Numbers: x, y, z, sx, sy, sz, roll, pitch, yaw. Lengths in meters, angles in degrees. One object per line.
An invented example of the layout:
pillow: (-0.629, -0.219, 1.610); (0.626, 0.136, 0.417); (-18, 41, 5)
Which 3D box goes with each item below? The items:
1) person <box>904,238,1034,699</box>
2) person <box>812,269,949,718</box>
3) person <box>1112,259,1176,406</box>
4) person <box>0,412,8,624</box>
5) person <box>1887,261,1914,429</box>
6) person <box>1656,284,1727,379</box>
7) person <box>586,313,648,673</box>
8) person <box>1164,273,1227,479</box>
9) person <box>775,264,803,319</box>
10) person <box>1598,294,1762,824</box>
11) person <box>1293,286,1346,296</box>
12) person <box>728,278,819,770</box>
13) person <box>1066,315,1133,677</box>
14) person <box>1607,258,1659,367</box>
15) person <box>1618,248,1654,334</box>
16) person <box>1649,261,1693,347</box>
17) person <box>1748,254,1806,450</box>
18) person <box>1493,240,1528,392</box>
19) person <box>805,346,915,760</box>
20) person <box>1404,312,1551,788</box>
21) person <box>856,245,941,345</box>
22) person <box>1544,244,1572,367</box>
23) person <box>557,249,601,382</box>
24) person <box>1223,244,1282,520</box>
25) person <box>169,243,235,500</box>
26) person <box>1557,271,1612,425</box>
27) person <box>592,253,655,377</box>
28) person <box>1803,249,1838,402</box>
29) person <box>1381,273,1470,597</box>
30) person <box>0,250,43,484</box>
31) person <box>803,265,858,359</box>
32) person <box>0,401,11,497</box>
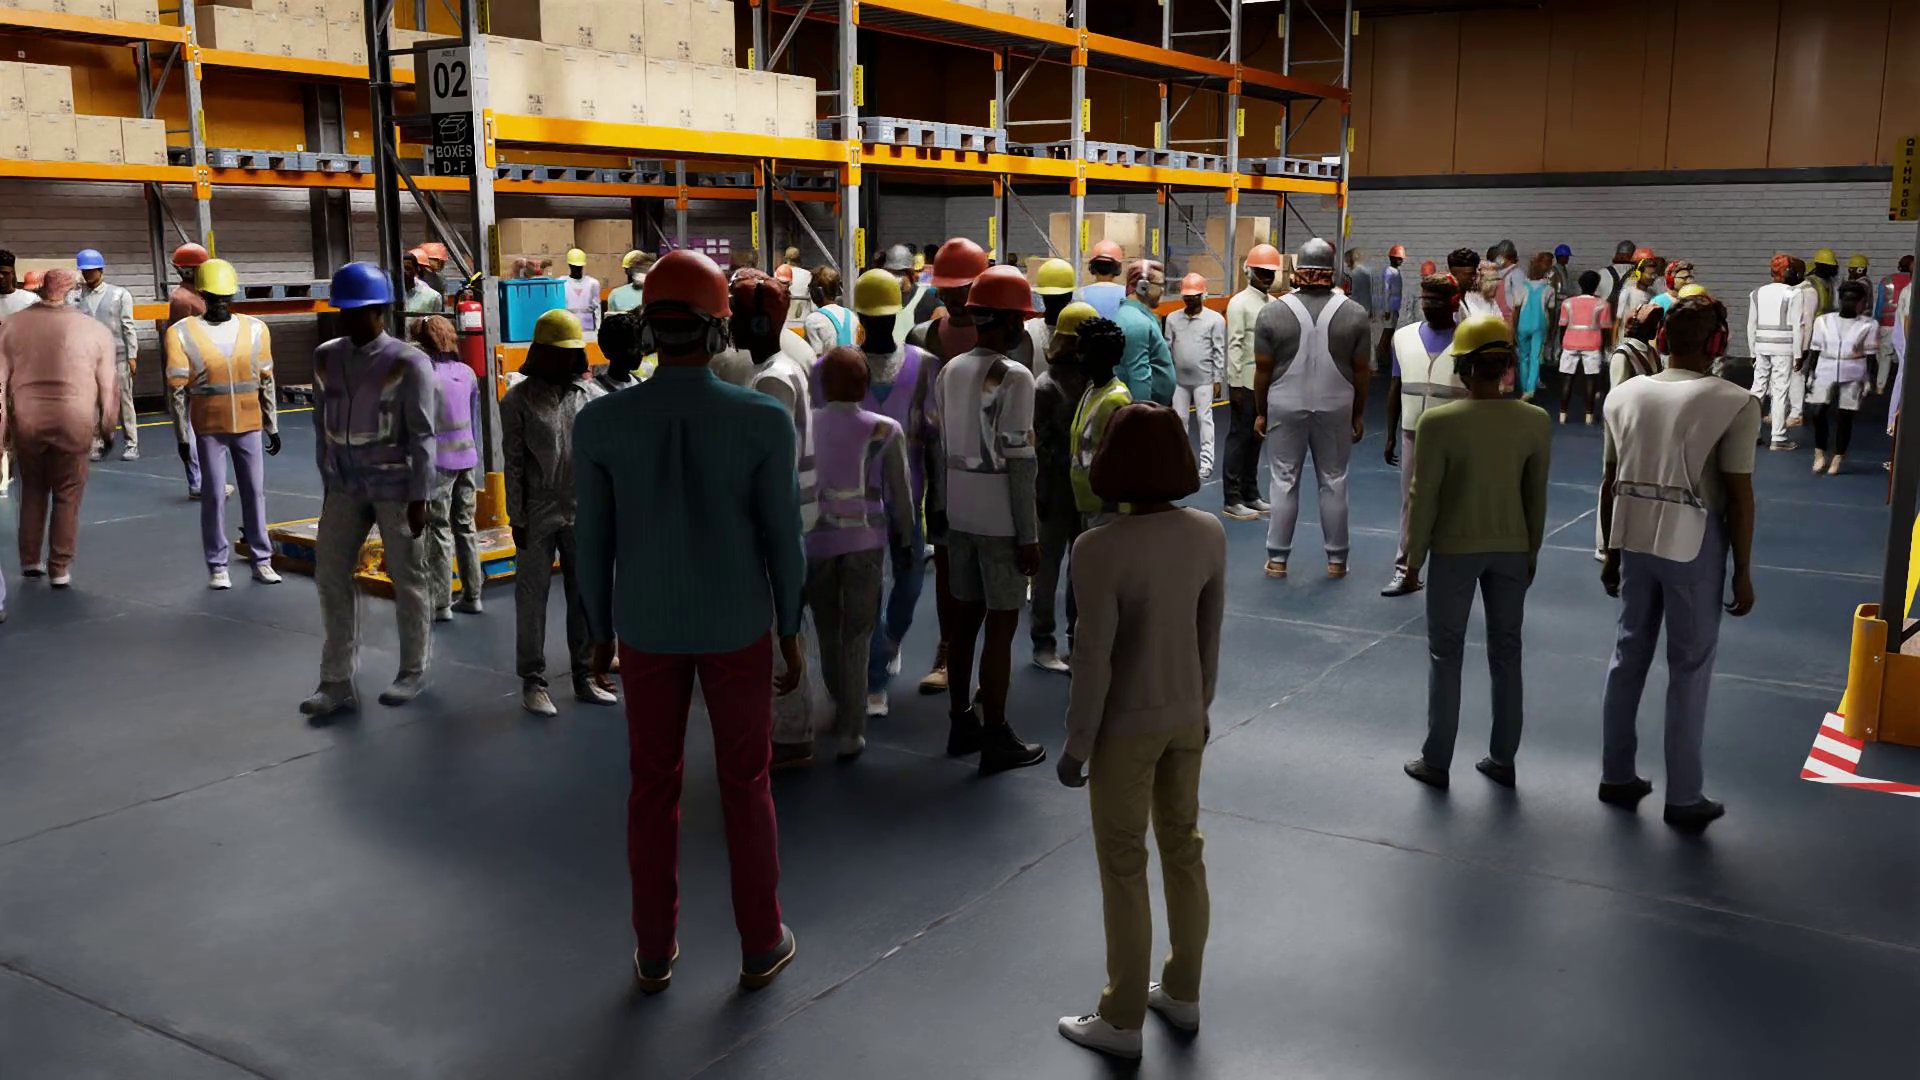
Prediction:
person: (0.020, -0.304, 7.351); (0.611, 2.032, 0.411); (4, 11, 20)
person: (-0.345, -0.228, 7.277); (0.598, 1.903, 0.737); (-1, 10, -7)
person: (1.110, -0.750, 10.163); (0.411, 1.908, 0.643); (0, 10, -1)
person: (-5.272, -0.406, 8.670); (0.518, 1.758, 0.337); (-7, 12, -35)
person: (10.092, -2.065, 17.661); (0.357, 1.835, 0.516); (6, 12, 30)
person: (5.245, -0.981, 11.971); (0.490, 1.722, 0.735); (9, 14, 42)
person: (-1.603, -0.224, 7.851); (0.322, 1.690, 0.536); (5, 12, 28)
person: (1.979, -1.394, 14.179); (0.568, 1.743, 0.350); (6, 12, 32)
person: (-1.990, -2.237, 18.835); (0.564, 1.747, 0.339); (-8, 13, -39)
person: (2.478, 0.069, 5.822); (0.383, 1.836, 0.565); (-7, 12, -32)
person: (3.683, -2.022, 17.177); (0.563, 1.920, 0.683); (2, 10, 10)
person: (-0.715, -0.055, 6.384); (0.346, 1.881, 0.603); (-1, 10, -4)
person: (0.647, -0.157, 7.482); (0.319, 1.691, 0.536); (-1, 10, -7)
person: (6.786, -1.892, 16.664); (0.564, 1.849, 0.471); (-6, 12, -30)
person: (7.912, -2.444, 19.486); (0.389, 1.930, 0.544); (6, 12, 31)
person: (6.027, -1.443, 14.167); (0.568, 1.845, 0.386); (-8, 13, -37)
person: (7.898, -1.810, 16.101); (0.355, 1.882, 0.575); (-6, 12, -29)
person: (7.200, -2.994, 22.222); (0.535, 2.000, 0.782); (-3, 11, -14)
person: (-0.443, 0.023, 6.731); (0.532, 1.597, 0.850); (2, 10, 11)
person: (1.899, 0.047, 6.158); (0.527, 1.761, 0.340); (-1, 10, -7)
person: (-0.487, -1.416, 13.478); (0.691, 2.000, 1.009); (5, 12, 28)
person: (9.574, -3.746, 26.643); (0.602, 1.949, 0.390); (-10, 14, -44)
person: (-4.648, -2.571, 20.230); (0.583, 1.918, 0.387); (-4, 11, -23)
person: (2.156, -1.151, 12.145); (0.392, 1.991, 0.612); (8, 13, 38)
person: (-5.951, -1.308, 13.007); (0.381, 1.994, 0.620); (-3, 11, -15)
person: (6.849, -2.098, 18.253); (0.547, 1.683, 0.341); (6, 12, 32)
person: (-2.821, -1.547, 14.591); (0.689, 1.909, 0.608); (3, 11, 18)
person: (10.709, -2.676, 20.824); (0.596, 1.912, 0.402); (-8, 13, -39)
person: (2.684, -0.574, 9.357); (0.567, 1.841, 0.375); (7, 12, 34)
person: (-7.864, -1.429, 13.795); (0.610, 1.958, 0.367); (-3, 11, -15)
person: (-0.927, -0.989, 11.650); (0.345, 1.847, 0.508); (7, 12, 33)
person: (-7.709, -1.177, 12.995); (0.350, 1.739, 0.575); (6, 12, 31)
